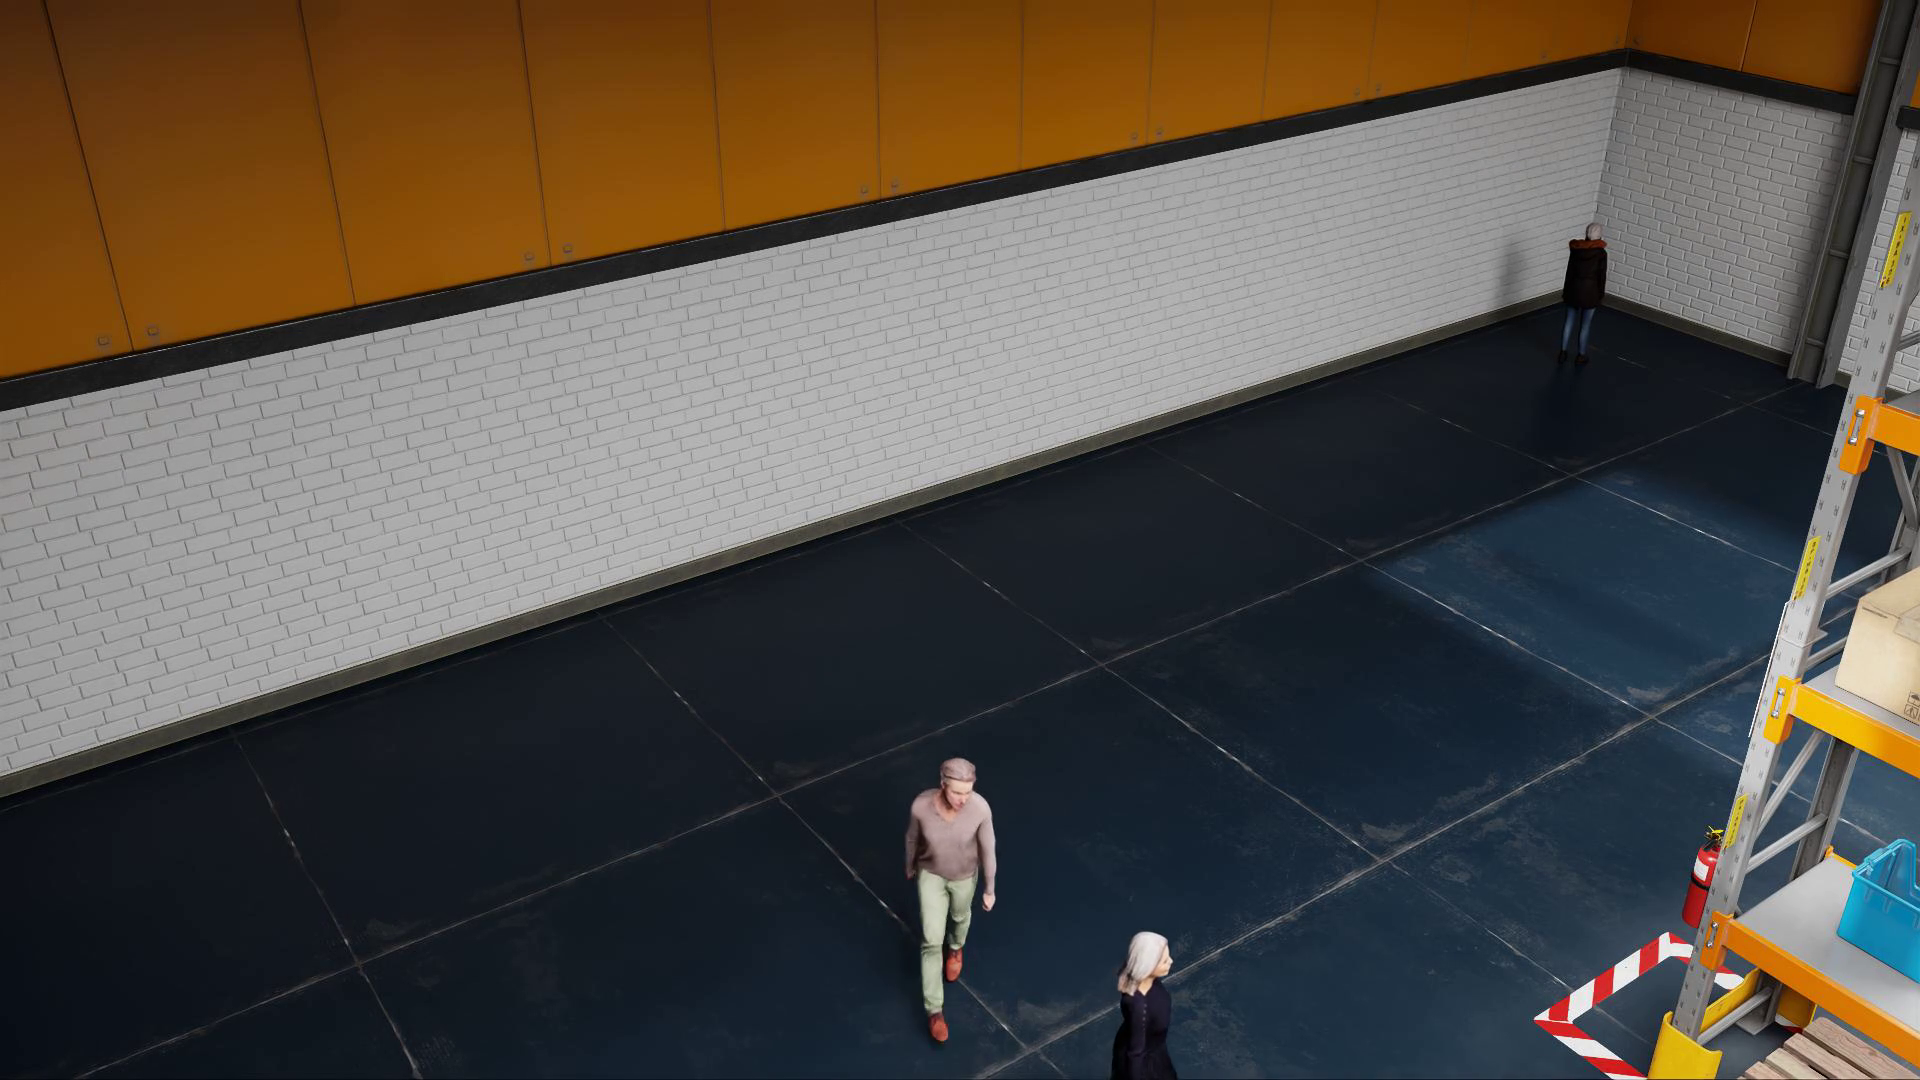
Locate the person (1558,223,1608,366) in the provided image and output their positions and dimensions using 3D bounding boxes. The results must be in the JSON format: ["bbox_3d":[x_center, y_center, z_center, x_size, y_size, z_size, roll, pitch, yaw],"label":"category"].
[{"bbox_3d":[6.990,-2.774,18.657,0.652,1.633,0.771,20,34,32],"label":"person"}]

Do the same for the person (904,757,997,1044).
[{"bbox_3d":[-0.078,1.935,9.821,1.094,1.828,1.257,2,29,4],"label":"person"}]

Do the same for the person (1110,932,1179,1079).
[{"bbox_3d":[0.845,2.694,8.521,0.830,1.739,0.771,3,29,5],"label":"person"}]
